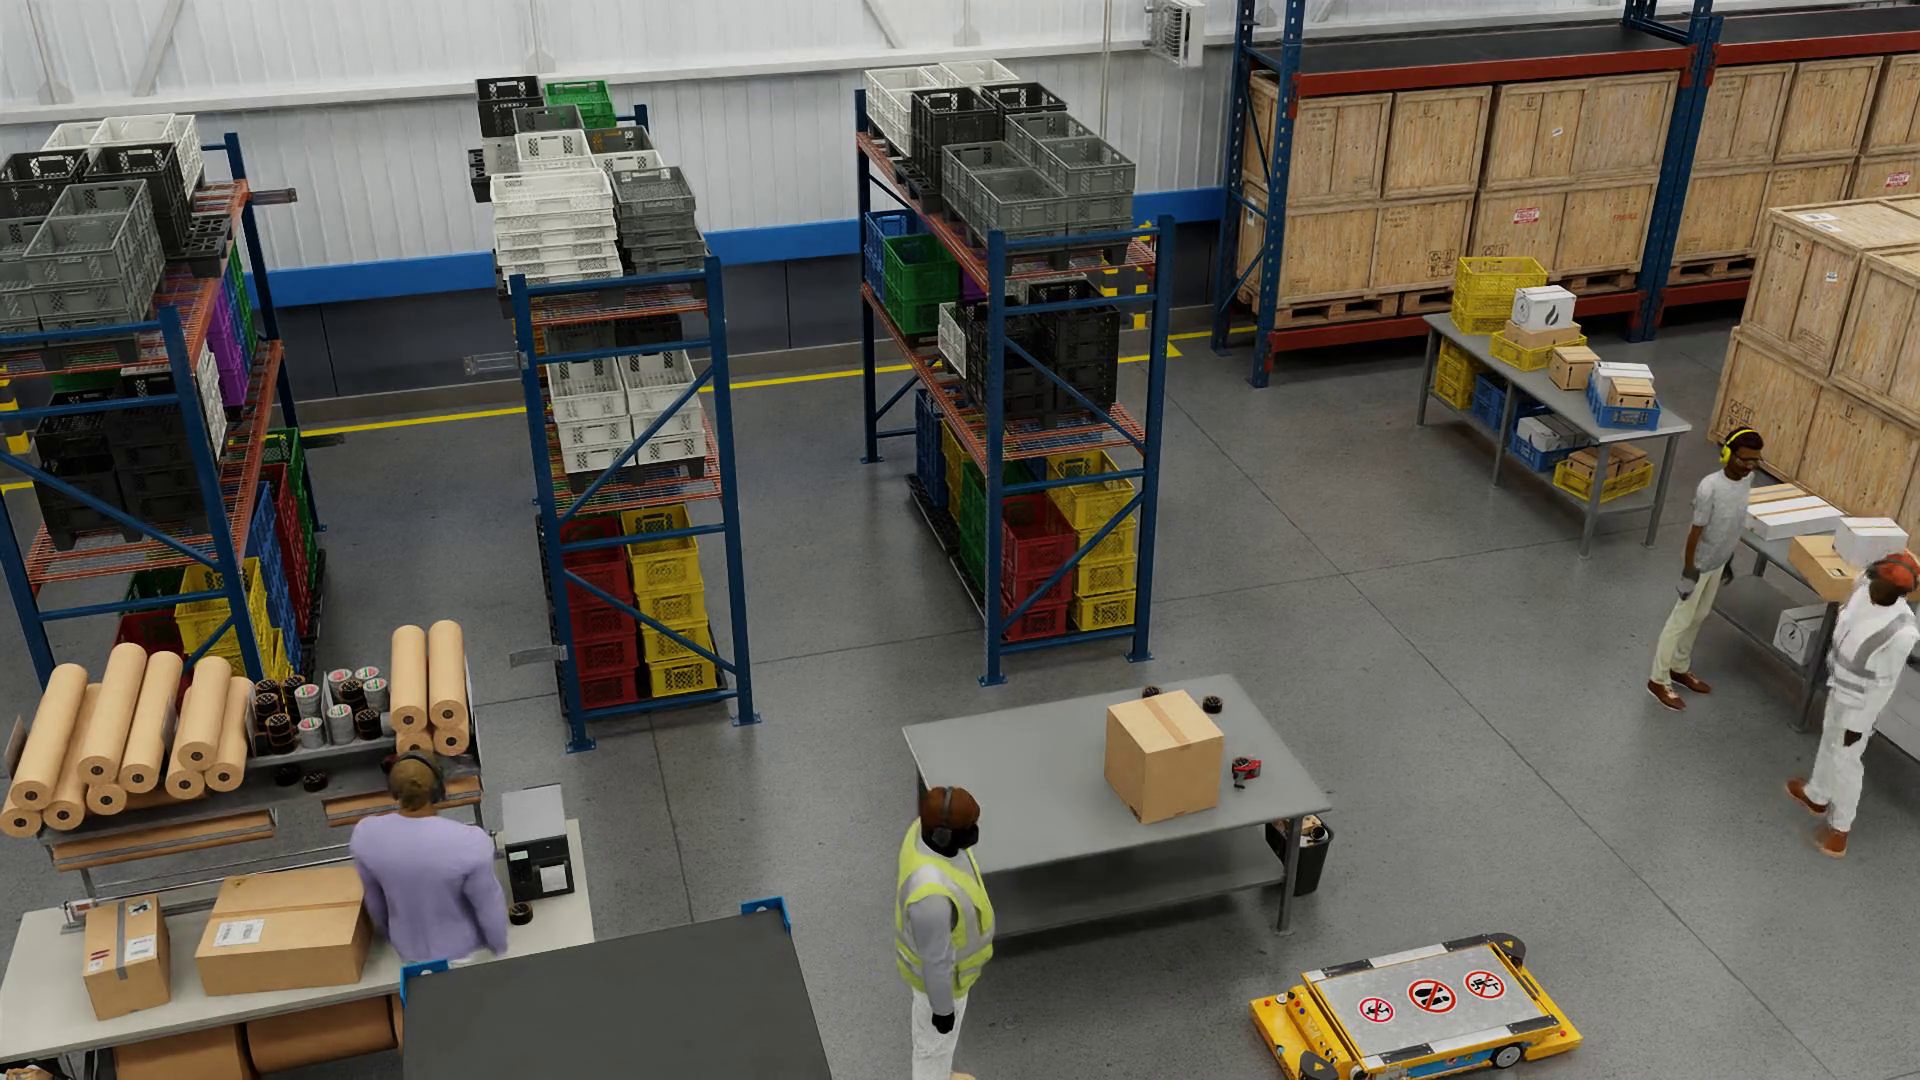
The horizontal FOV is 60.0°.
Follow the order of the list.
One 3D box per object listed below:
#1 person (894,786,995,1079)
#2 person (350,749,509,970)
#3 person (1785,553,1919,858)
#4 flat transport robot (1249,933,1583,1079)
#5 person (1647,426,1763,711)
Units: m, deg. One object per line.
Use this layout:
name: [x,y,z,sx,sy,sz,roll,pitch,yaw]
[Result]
person: [-0.063,1.826,7.194,0.429,1.839,0.634,0,29,0]
person: [-2.255,1.746,7.252,0.627,1.930,0.373,5,29,8]
person: [4.853,0.808,9.044,0.349,1.855,0.710,2,29,4]
flat transport robot: [2.184,2.282,7.980,1.431,0.197,0.652,-8,30,-14]
person: [4.604,0.156,10.206,0.513,1.866,0.331,-19,34,-31]
